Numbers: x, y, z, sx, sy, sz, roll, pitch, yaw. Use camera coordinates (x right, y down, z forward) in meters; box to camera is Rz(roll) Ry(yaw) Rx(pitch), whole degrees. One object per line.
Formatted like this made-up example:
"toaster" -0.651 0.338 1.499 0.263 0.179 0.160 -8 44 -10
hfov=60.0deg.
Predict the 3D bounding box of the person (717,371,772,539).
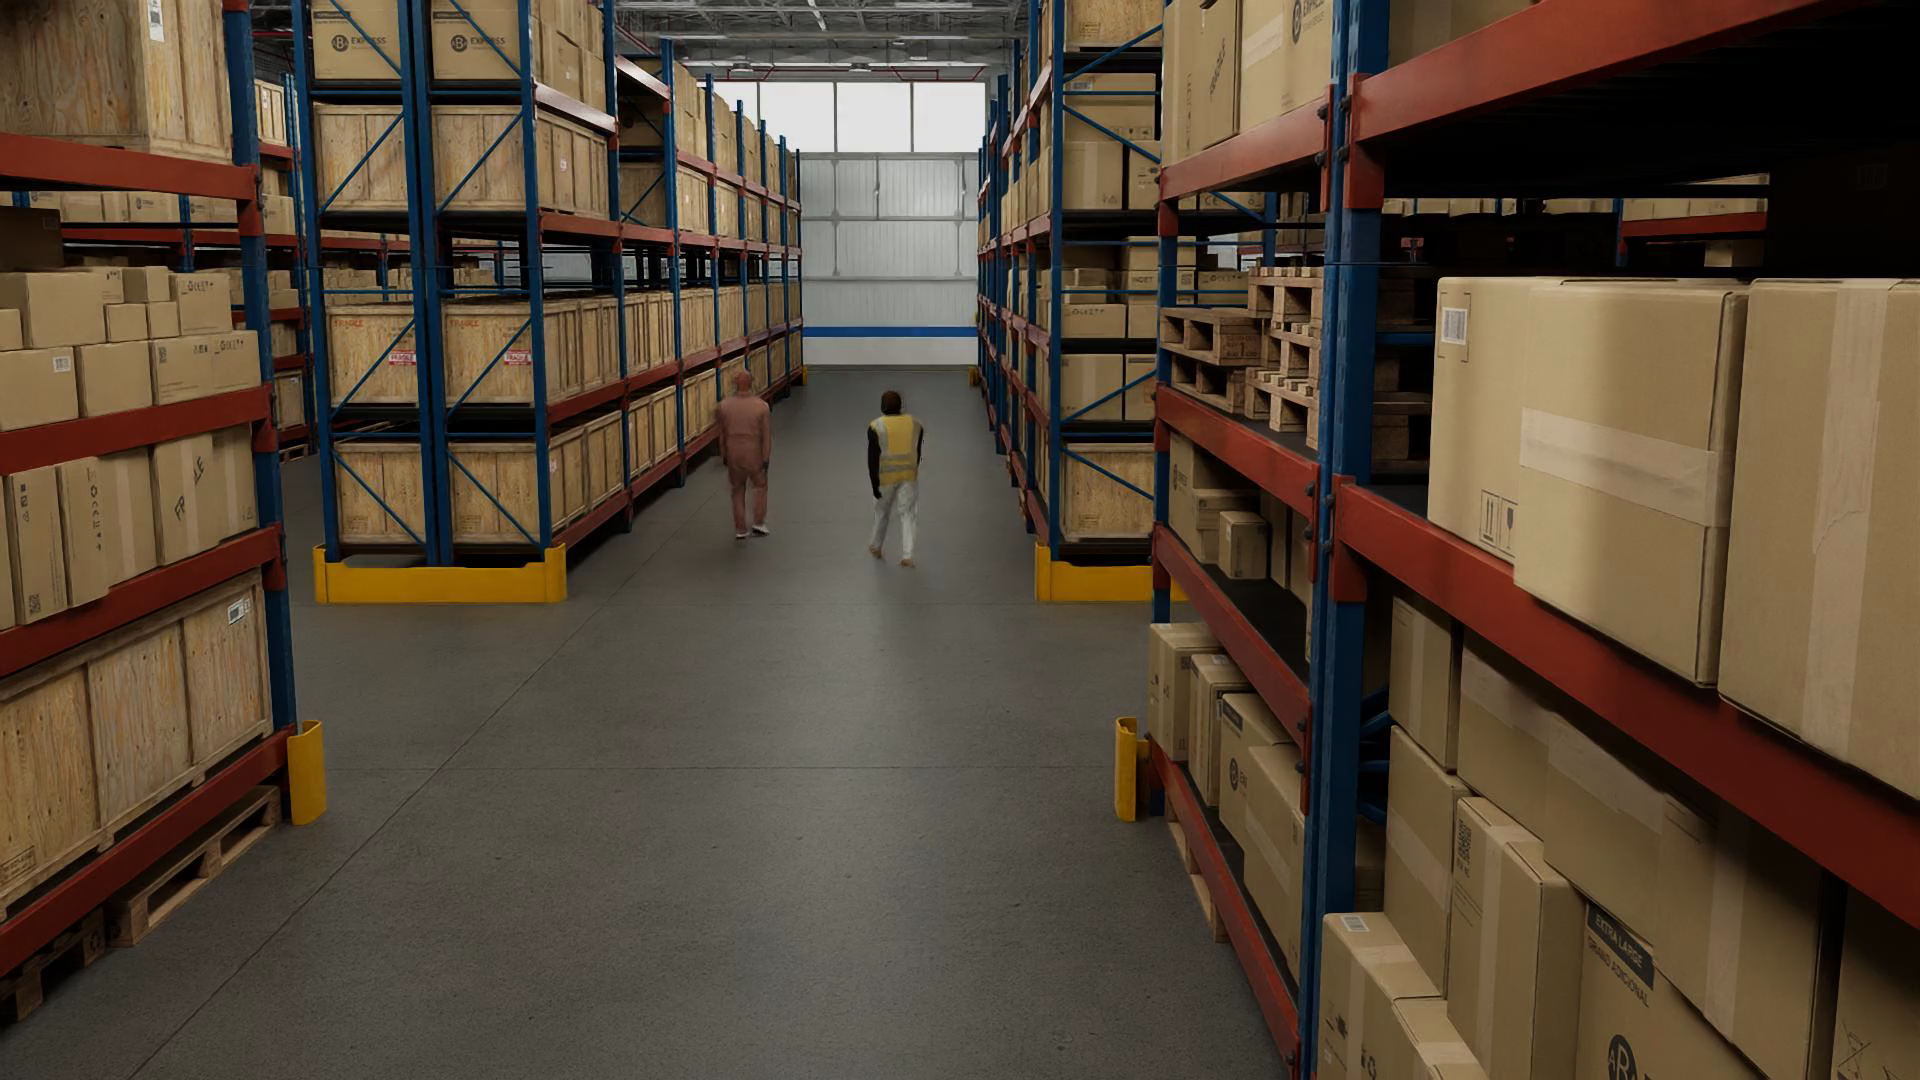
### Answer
"person" -2.406 -0.963 18.794 0.649 1.884 0.590 1 9 8

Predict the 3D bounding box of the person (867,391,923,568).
"person" -0.686 -0.634 17.087 0.618 1.789 0.977 -3 10 -20
